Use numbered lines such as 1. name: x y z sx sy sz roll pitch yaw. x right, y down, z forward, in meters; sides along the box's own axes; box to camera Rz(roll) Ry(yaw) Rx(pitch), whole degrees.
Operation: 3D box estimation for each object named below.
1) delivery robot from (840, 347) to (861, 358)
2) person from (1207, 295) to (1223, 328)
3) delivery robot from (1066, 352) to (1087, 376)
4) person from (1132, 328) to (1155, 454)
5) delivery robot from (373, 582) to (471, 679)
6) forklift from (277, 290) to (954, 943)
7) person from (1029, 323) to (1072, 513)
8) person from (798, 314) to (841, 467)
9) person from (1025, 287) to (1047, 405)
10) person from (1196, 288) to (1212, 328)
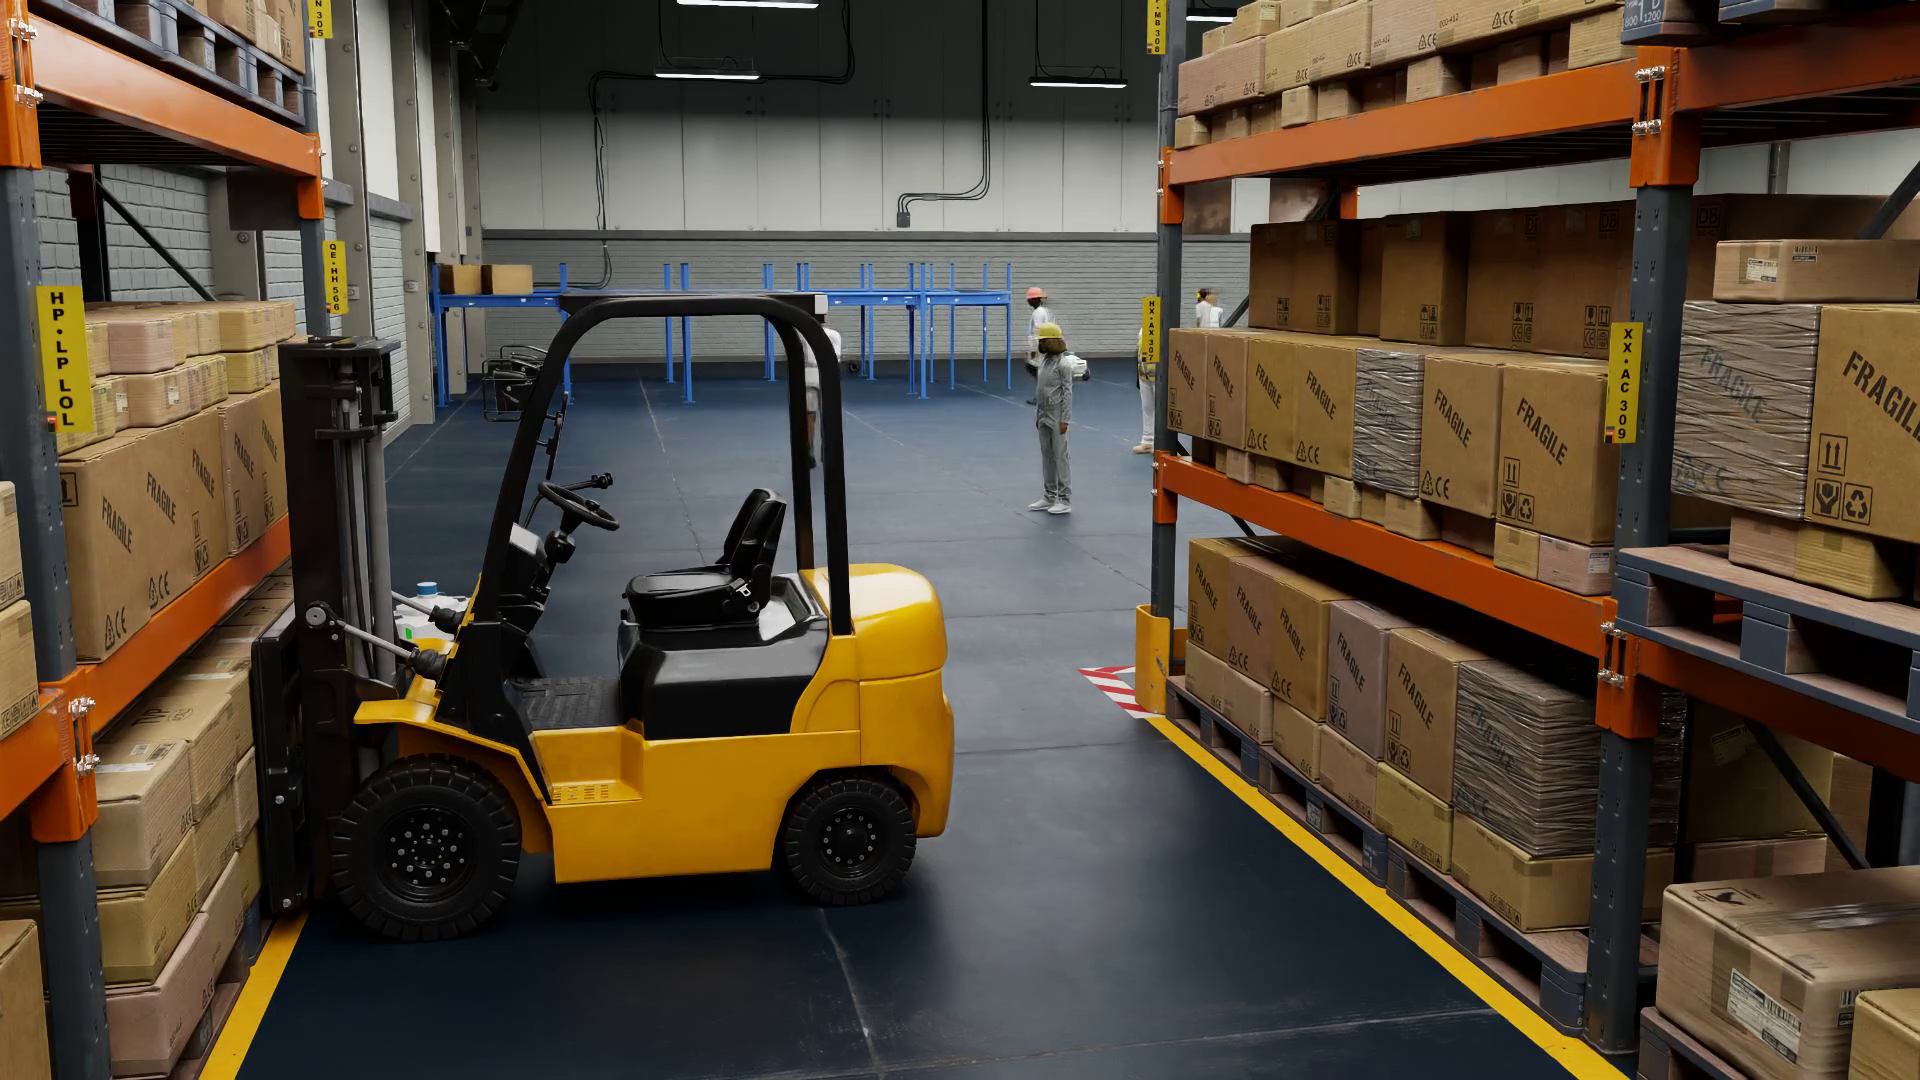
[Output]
1. delivery robot: -2.484 -4.049 35.798 0.698 0.223 0.335 1 9 3
2. person: 5.491 -4.508 36.247 0.513 1.640 0.307 -2 9 -10
3. delivery robot: 2.237 -3.521 33.369 0.477 0.478 0.707 -5 11 -27
4. person: 2.350 -1.956 20.076 0.429 1.841 0.634 -7 12 -37
5. delivery robot: -2.881 0.473 9.029 0.477 0.478 0.707 4 10 22
6. forklift: -1.179 0.175 6.143 2.313 2.155 1.214 -2 10 -12
7. person: 0.837 -1.122 15.290 0.324 1.742 0.492 -5 11 -28
8. person: -1.631 -1.797 18.998 0.553 1.891 1.000 0 9 -2
9. person: 1.238 -3.189 27.313 0.398 1.925 0.555 1 9 7
10. person: 4.860 -4.195 33.812 0.510 1.808 1.012 -8 12 -41
